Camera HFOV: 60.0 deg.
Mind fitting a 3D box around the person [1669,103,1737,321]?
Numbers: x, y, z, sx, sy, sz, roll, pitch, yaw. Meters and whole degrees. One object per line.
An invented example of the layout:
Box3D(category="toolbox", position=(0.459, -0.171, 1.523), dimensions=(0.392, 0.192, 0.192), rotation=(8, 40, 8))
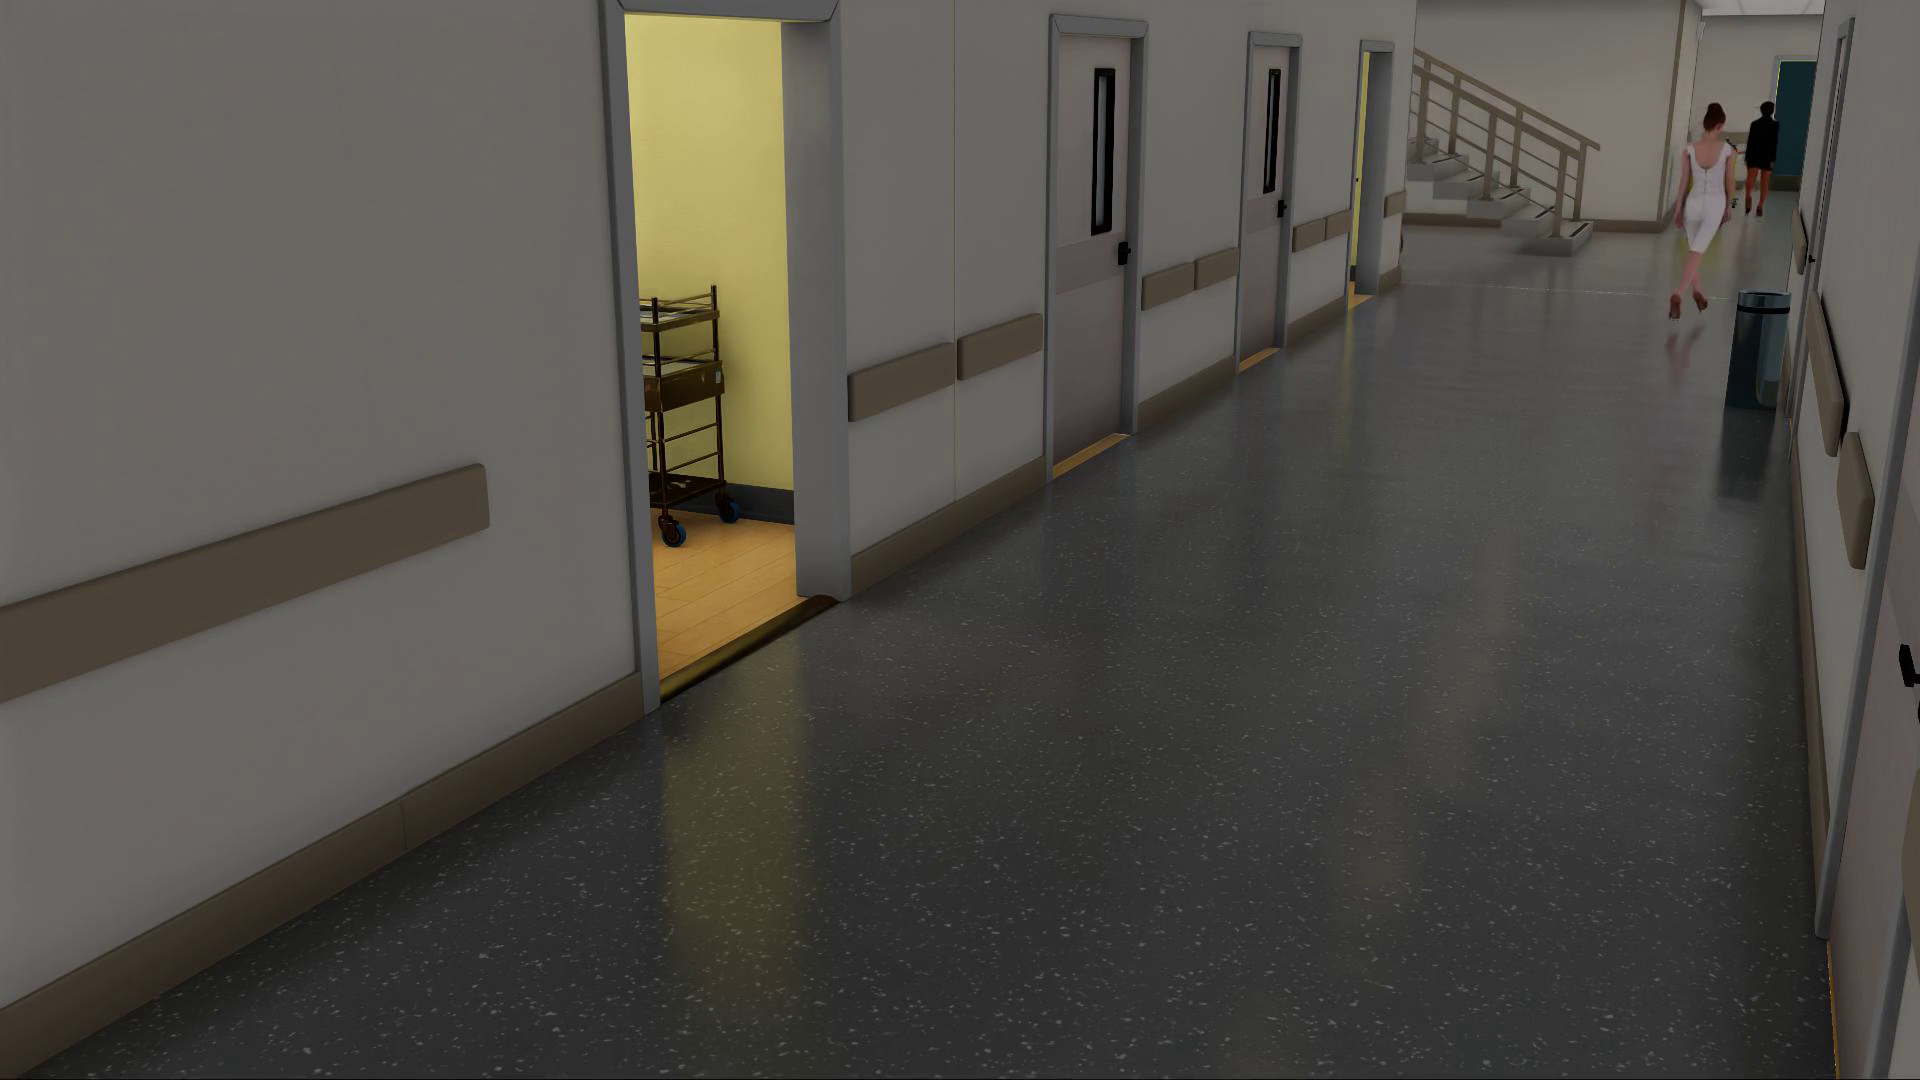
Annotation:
Box3D(category="person", position=(6.065, -2.628, 13.646), dimensions=(1.126, 1.737, 0.872), rotation=(13, 20, 38))

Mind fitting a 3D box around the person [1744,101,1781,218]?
Box3D(category="person", position=(11.290, -5.328, 23.464), dimensions=(0.979, 1.606, 0.672), rotation=(8, 18, 27))
